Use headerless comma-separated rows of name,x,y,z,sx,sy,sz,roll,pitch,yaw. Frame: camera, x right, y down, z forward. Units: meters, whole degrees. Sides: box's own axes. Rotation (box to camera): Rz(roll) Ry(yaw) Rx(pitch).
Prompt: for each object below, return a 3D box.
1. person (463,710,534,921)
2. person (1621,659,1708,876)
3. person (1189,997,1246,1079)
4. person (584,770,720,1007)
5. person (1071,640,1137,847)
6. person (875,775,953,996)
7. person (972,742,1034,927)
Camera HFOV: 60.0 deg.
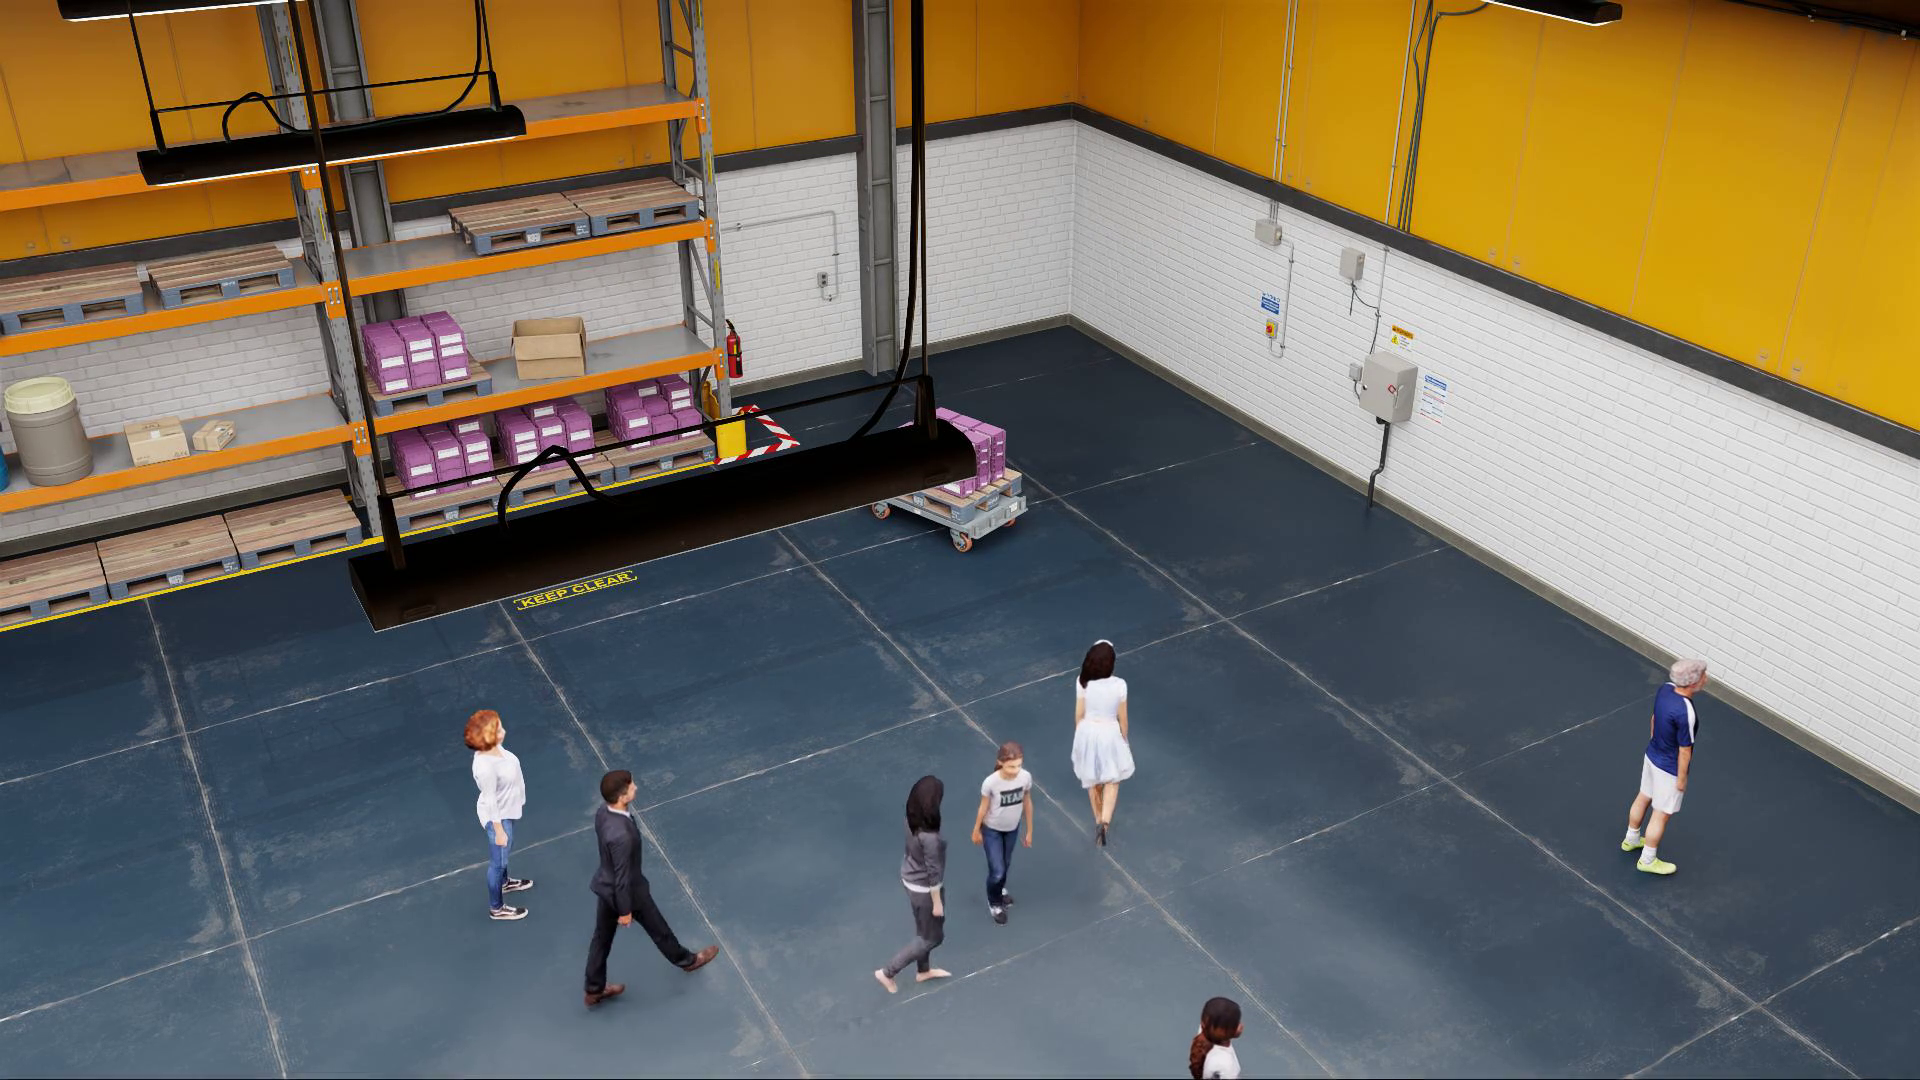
person,-3.383,1.971,12.095,0.713,1.708,0.717,-3,29,-6
person,5.317,1.668,12.513,0.702,1.839,0.715,-3,29,-5
person,1.454,3.324,9.600,0.596,1.721,0.629,-7,29,-13
person,-2.350,2.395,11.210,1.173,1.811,0.667,-16,32,-27
person,1.051,1.619,12.643,0.935,1.801,0.979,5,29,10
person,-0.320,2.393,11.281,0.835,1.747,0.667,-15,32,-25
person,0.280,2.064,12.105,0.652,1.534,0.671,-13,31,-22
